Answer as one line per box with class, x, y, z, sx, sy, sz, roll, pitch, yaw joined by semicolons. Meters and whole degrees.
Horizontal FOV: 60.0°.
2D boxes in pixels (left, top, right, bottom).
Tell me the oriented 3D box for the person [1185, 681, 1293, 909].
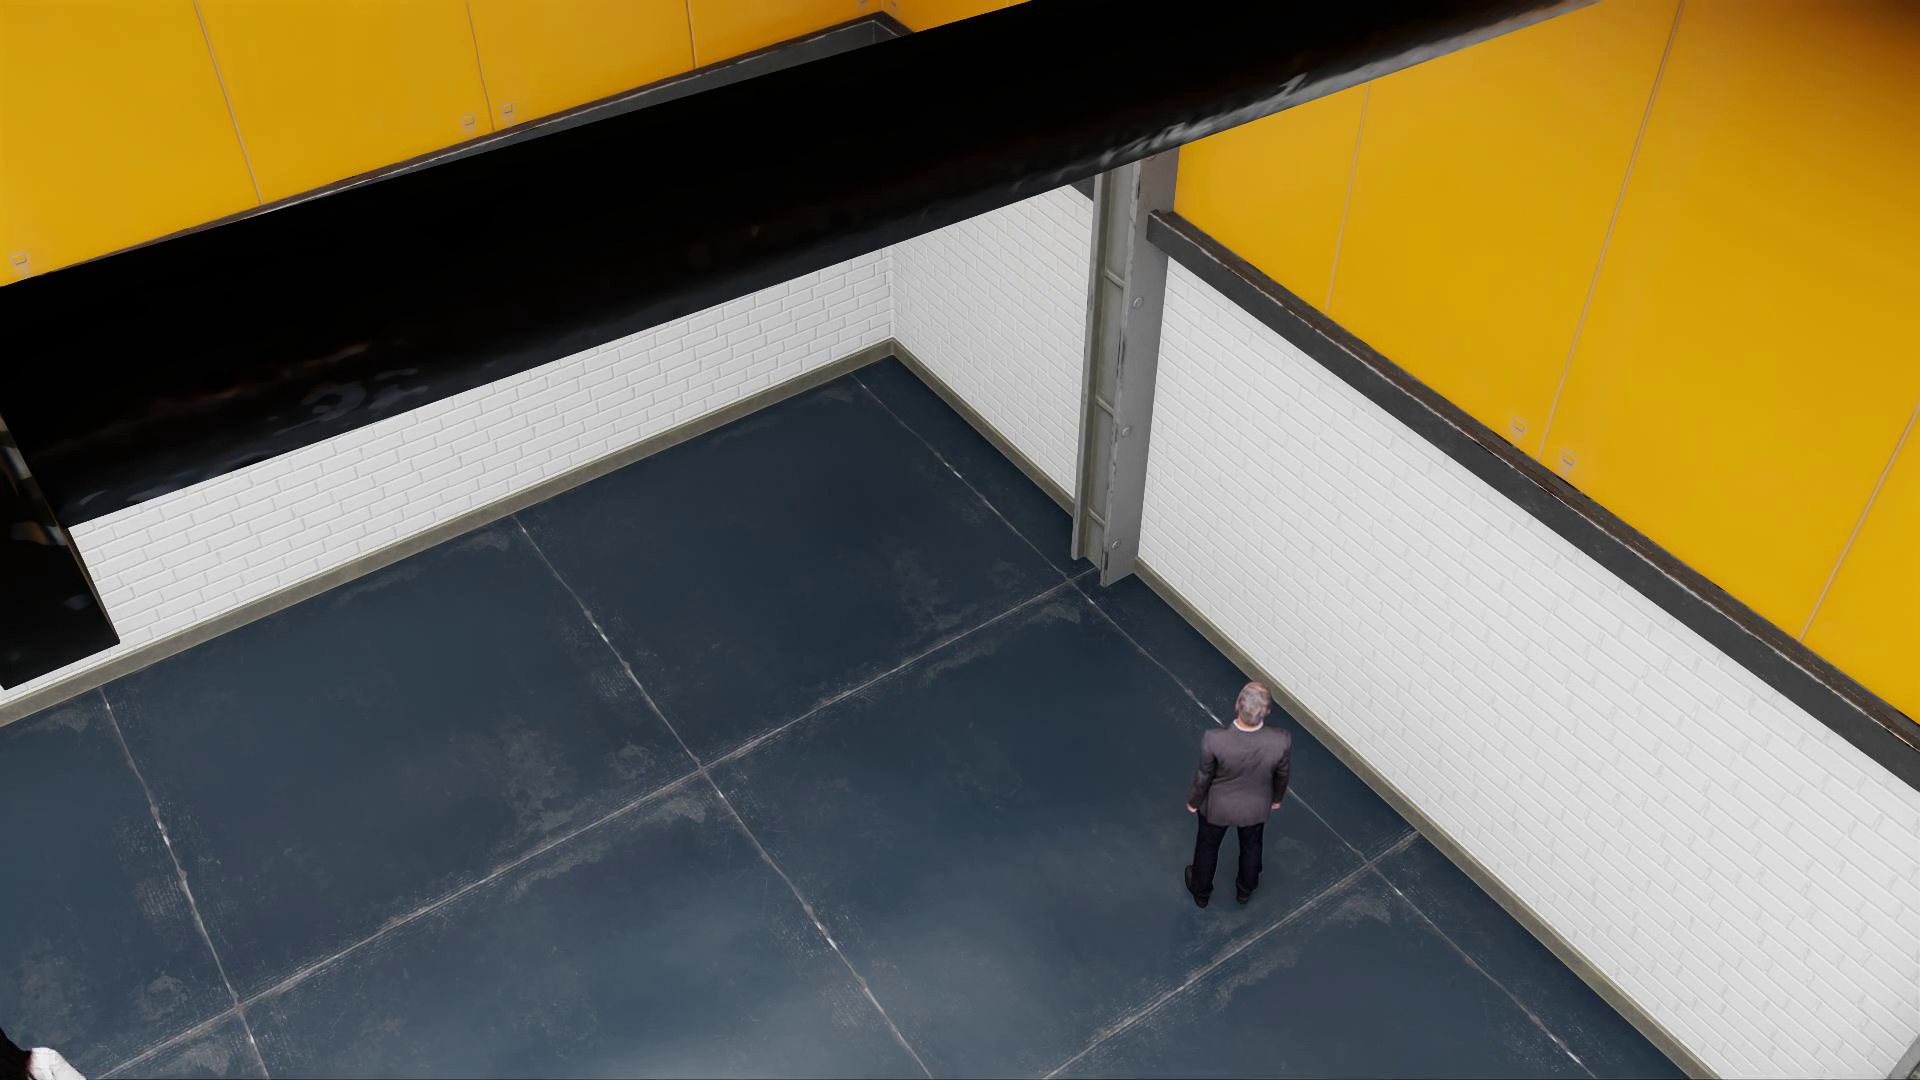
person;1.563;1.450;9.439;0.816;1.840;0.804;-2;44;-2
